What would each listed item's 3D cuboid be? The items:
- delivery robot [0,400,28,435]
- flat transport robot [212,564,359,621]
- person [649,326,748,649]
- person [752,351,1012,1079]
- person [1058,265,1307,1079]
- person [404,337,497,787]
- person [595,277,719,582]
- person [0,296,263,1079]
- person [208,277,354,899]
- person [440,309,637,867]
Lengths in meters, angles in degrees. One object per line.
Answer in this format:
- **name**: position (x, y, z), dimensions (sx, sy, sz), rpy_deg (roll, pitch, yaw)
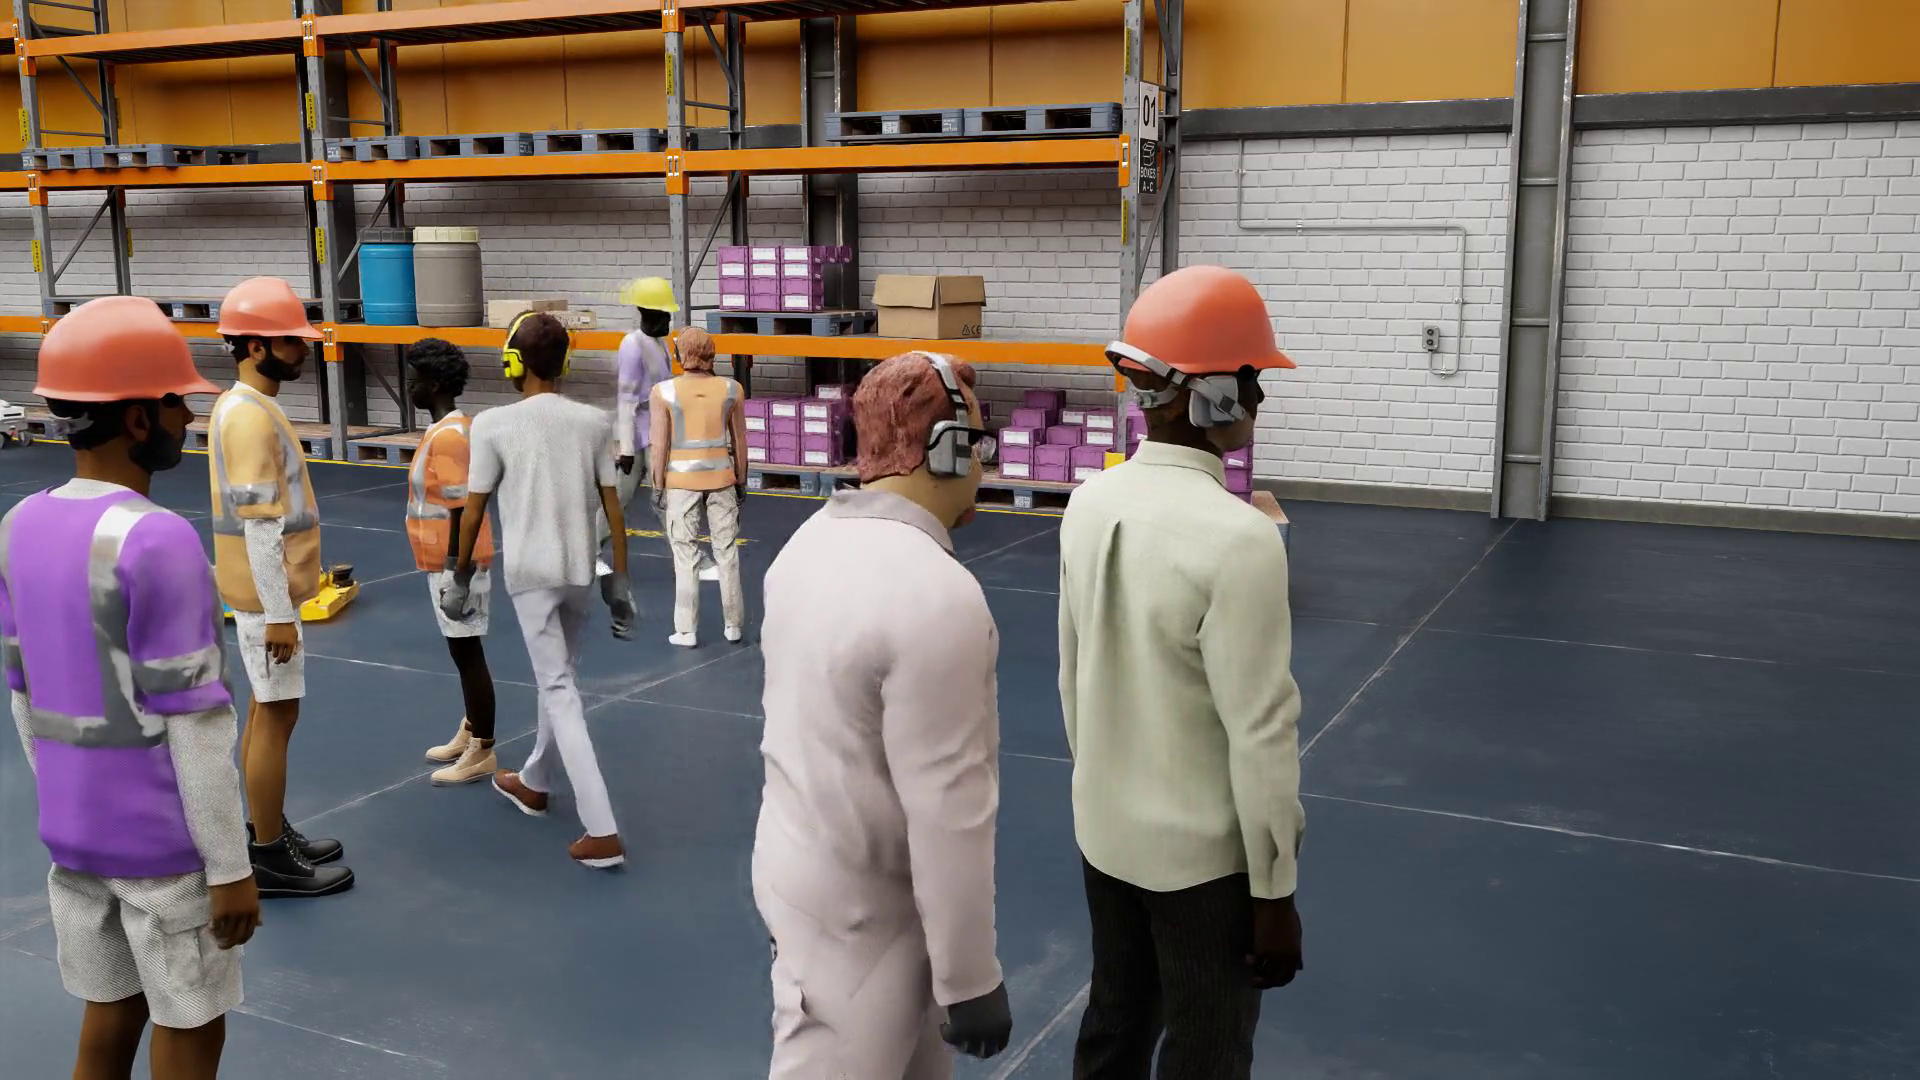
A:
- **delivery robot**: position (-9.932, -1.275, 17.091), dimensions (0.707, 0.478, 0.477), rpy_deg (6, 12, 30)
- **flat transport robot**: position (-4.149, 0.292, 9.201), dimensions (1.431, 0.197, 0.652), rpy_deg (-1, 10, -6)
- **person**: position (-1.324, -0.264, 8.470), dimensions (0.521, 1.638, 0.311), rpy_deg (-5, 11, -26)
- **person**: position (-0.169, 0.625, 2.783), dimensions (0.695, 1.862, 0.669), rpy_deg (-3, 10, -19)
- **person**: position (0.393, 0.524, 2.941), dimensions (0.375, 1.995, 0.611), rpy_deg (-5, 11, -28)
- **person**: position (-1.935, 0.081, 6.329), dimensions (0.317, 1.697, 0.540), rpy_deg (-3, 10, -19)
- **person**: position (-1.908, -0.650, 10.065), dimensions (1.009, 1.869, 0.583), rpy_deg (0, 10, -1)
- **person**: position (-1.493, 0.528, 3.079), dimensions (0.542, 1.939, 0.362), rpy_deg (6, 12, 31)
- **person**: position (-2.141, 0.152, 5.238), dimensions (0.362, 1.935, 0.553), rpy_deg (-5, 11, -24)
- **person**: position (-1.402, 0.147, 5.612), dimensions (0.952, 1.822, 0.501), rpy_deg (10, 14, 44)
